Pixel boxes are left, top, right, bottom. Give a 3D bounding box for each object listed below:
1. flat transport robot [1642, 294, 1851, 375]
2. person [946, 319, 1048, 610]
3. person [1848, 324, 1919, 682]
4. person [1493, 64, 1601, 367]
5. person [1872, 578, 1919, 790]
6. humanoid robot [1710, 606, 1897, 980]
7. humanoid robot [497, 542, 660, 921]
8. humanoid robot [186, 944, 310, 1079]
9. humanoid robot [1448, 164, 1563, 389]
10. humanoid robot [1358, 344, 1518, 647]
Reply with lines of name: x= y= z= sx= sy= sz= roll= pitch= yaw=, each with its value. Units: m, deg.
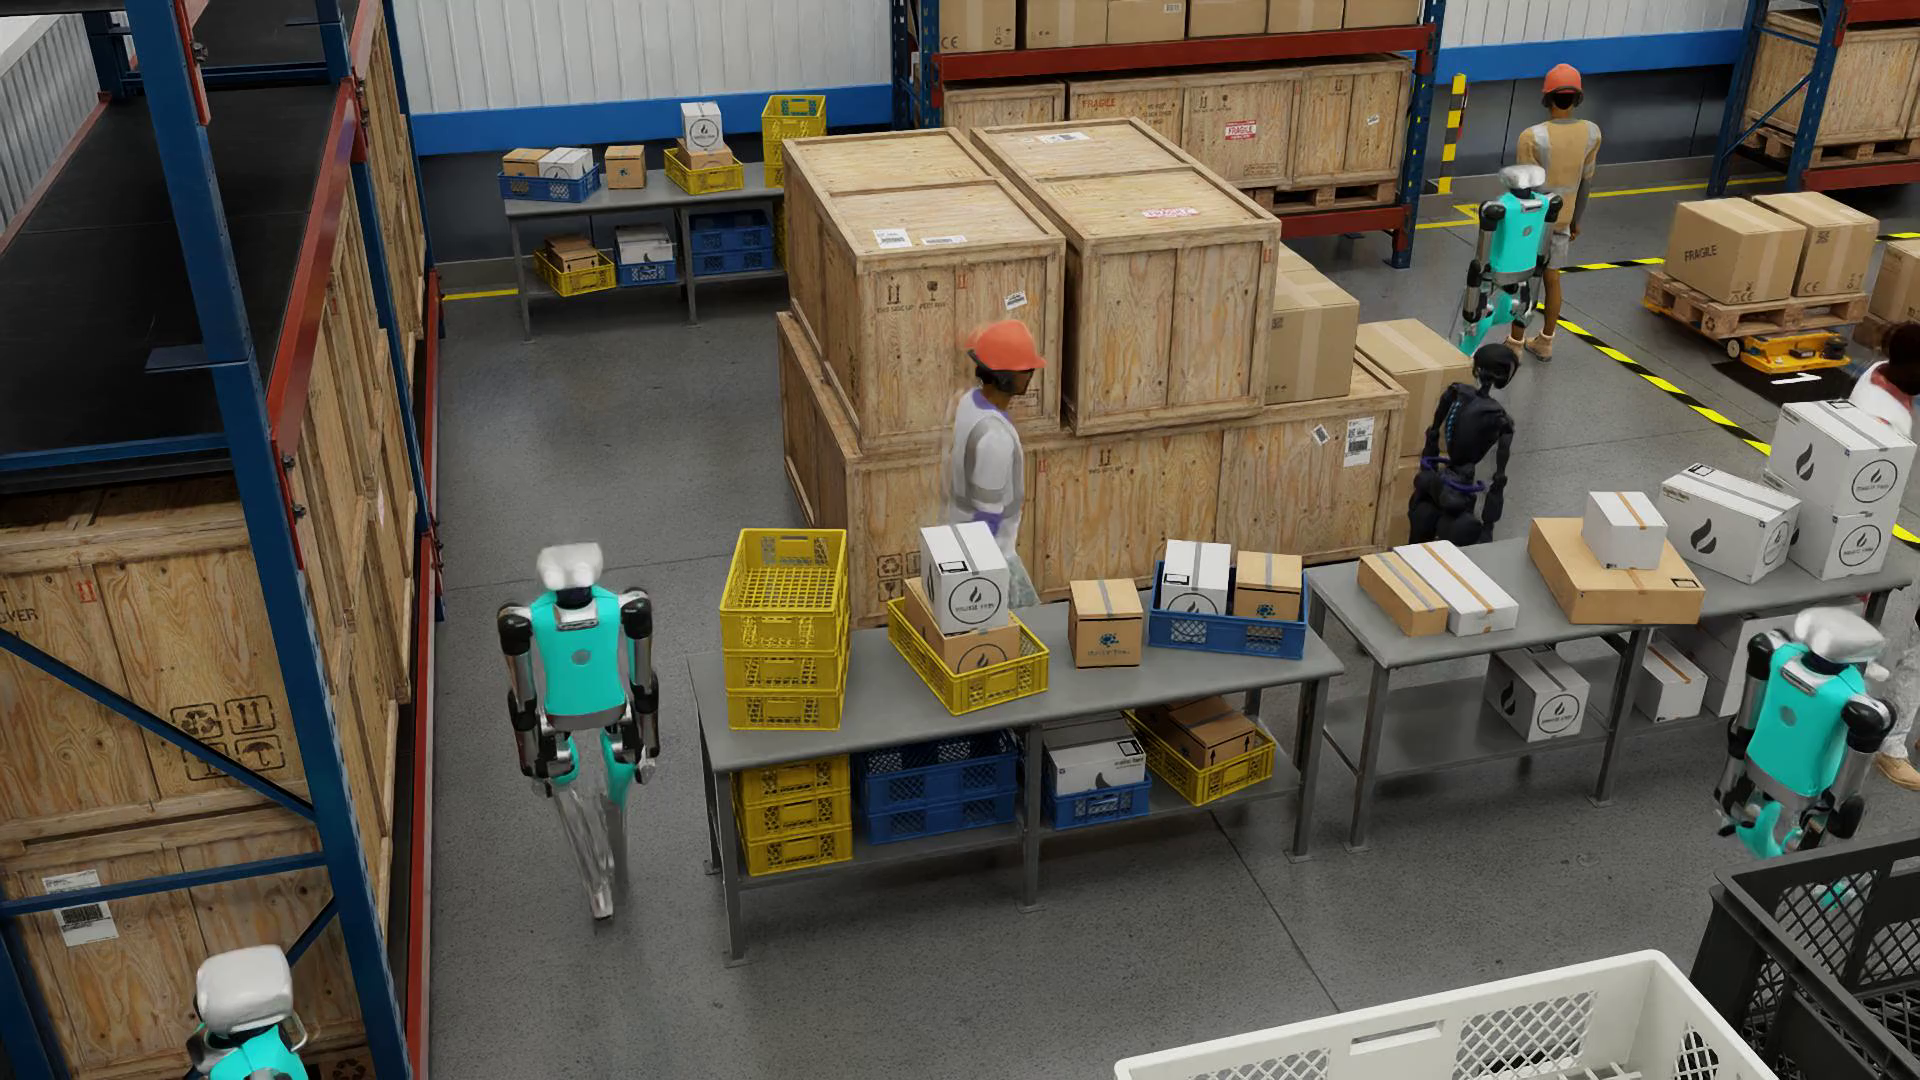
flat transport robot: x=5.624 y=-1.566 z=11.931 sx=0.652 sy=0.197 sz=1.431 roll=-7 pitch=30 yaw=-13
person: x=0.220 y=-0.036 z=7.395 sx=1.037 sy=1.983 sz=0.629 roll=-7 pitch=30 yaw=-12
person: x=4.142 y=-0.196 z=7.822 sx=0.806 sy=1.863 sz=0.650 roll=11 pitch=31 yaw=19
person: x=3.924 y=-2.174 z=11.234 sx=0.613 sy=2.033 sz=0.391 roll=-9 pitch=30 yaw=-16
person: x=4.329 y=0.226 z=7.088 sx=0.622 sy=1.837 sz=0.429 roll=-10 pitch=30 yaw=-18
humanoid robot: x=3.100 y=0.977 z=5.877 sx=0.887 sy=1.813 sz=0.558 roll=-12 pitch=31 yaw=-20
humanoid robot: x=-1.416 y=0.750 z=6.334 sx=0.532 sy=1.893 sz=0.790 roll=-8 pitch=30 yaw=-14
humanoid robot: x=-1.509 y=1.786 z=4.473 sx=0.743 sy=1.903 sz=0.549 roll=-19 pitch=34 yaw=-31
humanoid robot: x=3.237 y=-1.485 z=10.339 sx=0.539 sy=1.840 sz=0.732 roll=-9 pitch=30 yaw=-17
humanoid robot: x=2.378 y=-0.191 z=8.060 sx=0.794 sy=1.619 sz=0.609 roll=-11 pitch=31 yaw=-19
